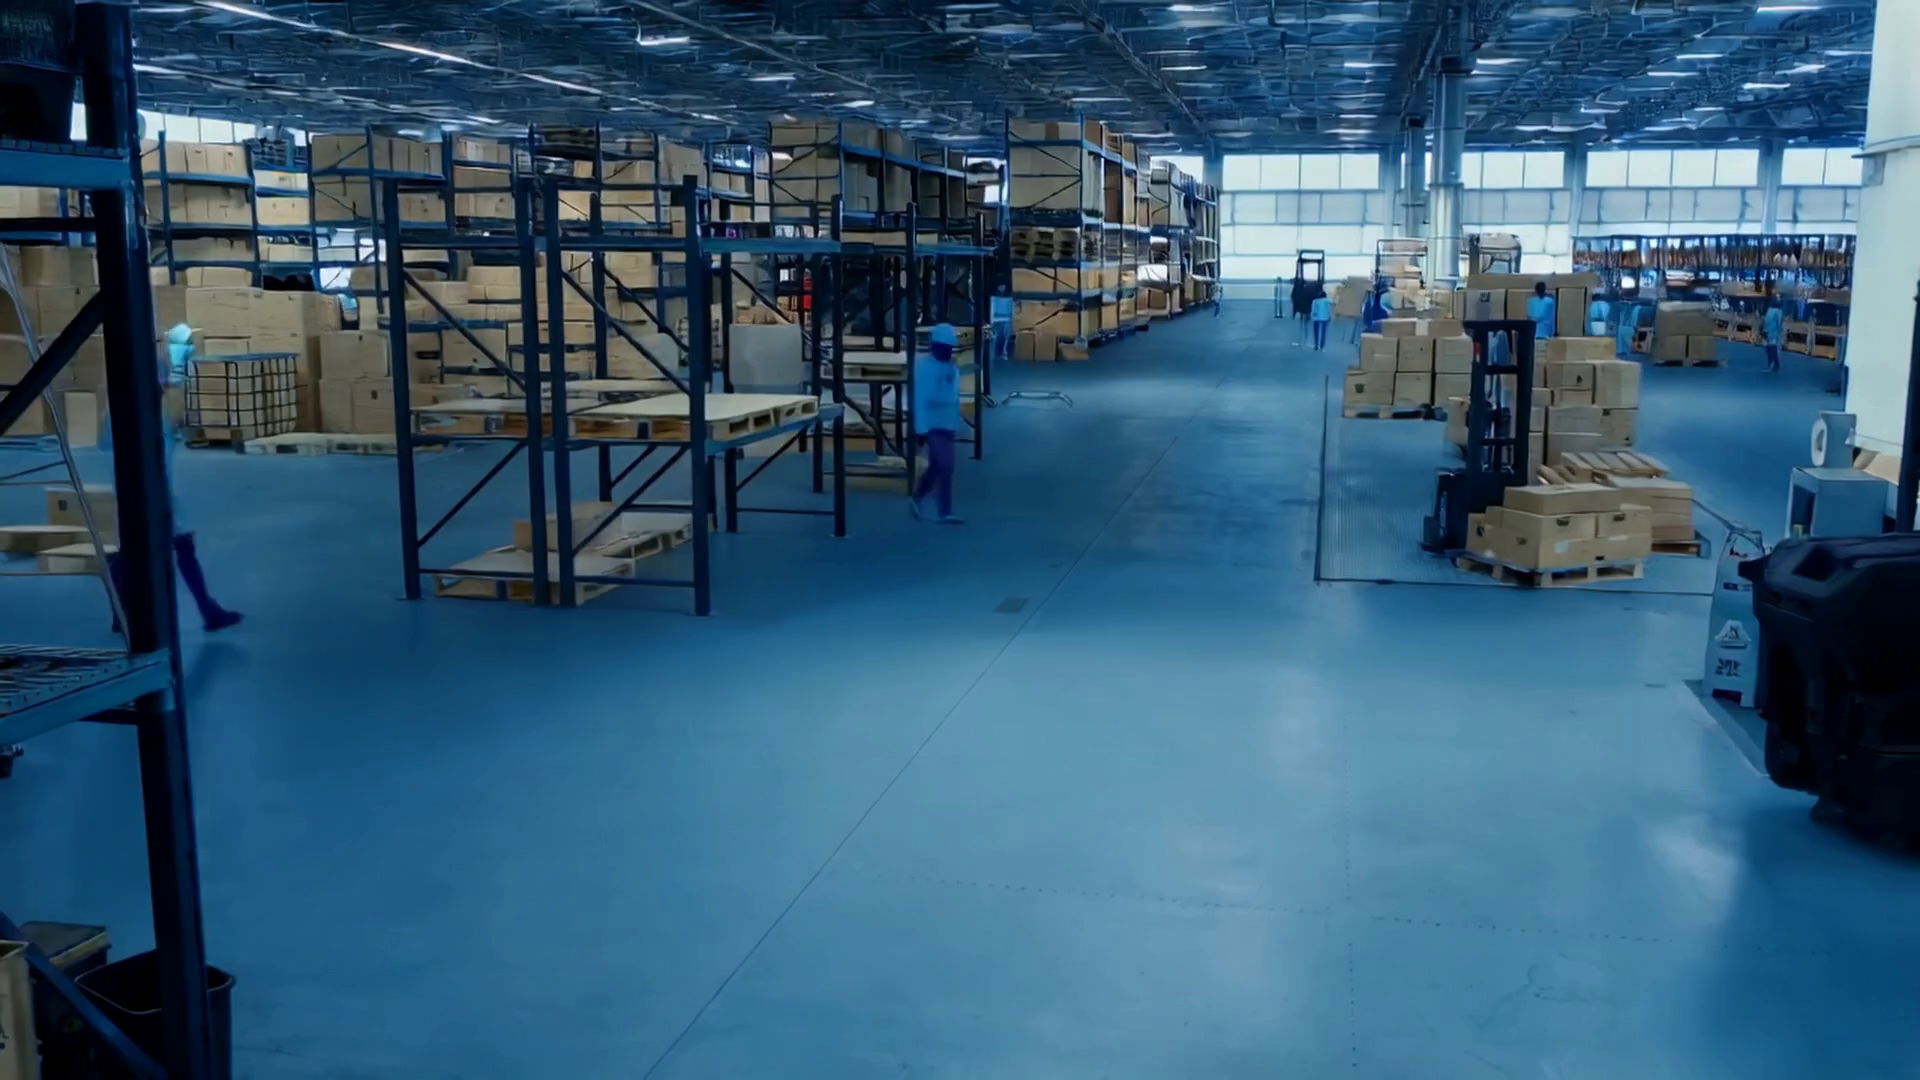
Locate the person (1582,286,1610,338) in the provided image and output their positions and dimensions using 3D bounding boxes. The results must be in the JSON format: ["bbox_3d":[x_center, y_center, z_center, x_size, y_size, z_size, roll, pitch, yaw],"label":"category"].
[{"bbox_3d":[13.828,-4.518,35.900,0.564,1.903,0.973,-8,13,-41],"label":"person"}]

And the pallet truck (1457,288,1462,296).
[{"bbox_3d":[20.506,-9.785,68.819,0.653,1.274,1.630,2,10,12],"label":"pallet truck"}]

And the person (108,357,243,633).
[{"bbox_3d":[-5.214,-0.290,10.864,0.986,1.874,0.558,2,10,10],"label":"person"}]

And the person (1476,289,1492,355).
[{"bbox_3d":[12.598,-5.129,39.906,0.556,1.741,0.629,-8,12,-39],"label":"person"}]

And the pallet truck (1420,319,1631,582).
[{"bbox_3d":[4.543,-0.757,13.299,0.823,1.965,1.885,-4,10,-22],"label":"pallet truck"}]

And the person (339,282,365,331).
[{"bbox_3d":[-15.087,-5.438,41.289,0.592,1.911,0.385,-9,13,-42],"label":"person"}]

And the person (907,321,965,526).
[{"bbox_3d":[-0.210,-1.065,15.388,0.516,1.907,0.663,7,12,38],"label":"person"}]

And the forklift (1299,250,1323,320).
[{"bbox_3d":[13.778,-10.002,65.433,1.129,2.768,1.873,2,10,12],"label":"forklift"}]

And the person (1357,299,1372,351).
[{"bbox_3d":[10.422,-5.459,42.332,0.502,1.606,0.756,-8,13,-40],"label":"person"}]

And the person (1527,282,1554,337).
[{"bbox_3d":[13.218,-4.908,37.970,0.600,1.967,0.368,8,12,39],"label":"person"}]

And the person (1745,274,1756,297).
[{"bbox_3d":[36.054,-11.236,75.874,0.615,1.814,0.518,0,10,0],"label":"person"}]

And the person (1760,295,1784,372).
[{"bbox_3d":[17.957,-4.559,36.735,0.320,1.693,0.537,0,10,0],"label":"person"}]

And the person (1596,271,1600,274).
[{"bbox_3d":[33.873,-13.347,88.298,0.382,1.845,0.571,-1,10,-8],"label":"person"}]

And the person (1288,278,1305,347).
[{"bbox_3d":[9.571,-6.463,47.244,0.511,1.944,0.710,-3,10,-17],"label":"person"}]

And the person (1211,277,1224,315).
[{"bbox_3d":[11.531,-10.933,74.470,0.562,1.681,0.370,1,10,5],"label":"person"}]

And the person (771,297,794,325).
[{"bbox_3d":[-4.079,-4.792,38.379,0.549,1.602,0.780,-2,10,-14],"label":"person"}]

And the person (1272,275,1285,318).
[{"bbox_3d":[13.437,-10.277,70.206,0.403,1.826,0.592,-7,12,-35],"label":"person"}]

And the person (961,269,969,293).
[{"bbox_3d":[0.241,-12.317,81.746,0.369,1.996,0.622,8,12,38],"label":"person"}]

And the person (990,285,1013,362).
[{"bbox_3d":[0.971,-5.246,40.326,0.574,1.857,0.852,-2,10,-14],"label":"person"}]

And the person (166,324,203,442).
[{"bbox_3d":[-10.533,-2.141,22.700,0.517,1.591,0.874,2,10,12],"label":"person"}]

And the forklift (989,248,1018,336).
[{"bbox_3d":[1.291,-7.704,51.825,1.129,2.768,1.873,2,10,12],"label":"forklift"}]

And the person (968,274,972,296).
[{"bbox_3d":[0.597,-11.354,76.536,0.588,1.834,0.403,-2,10,-12],"label":"person"}]

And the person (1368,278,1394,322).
[{"bbox_3d":[10.455,-5.468,41.070,0.535,2.000,0.674,-7,12,-36],"label":"person"}]

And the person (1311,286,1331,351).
[{"bbox_3d":[9.721,-5.956,44.829,0.523,1.753,0.466,2,10,12],"label":"person"}]
